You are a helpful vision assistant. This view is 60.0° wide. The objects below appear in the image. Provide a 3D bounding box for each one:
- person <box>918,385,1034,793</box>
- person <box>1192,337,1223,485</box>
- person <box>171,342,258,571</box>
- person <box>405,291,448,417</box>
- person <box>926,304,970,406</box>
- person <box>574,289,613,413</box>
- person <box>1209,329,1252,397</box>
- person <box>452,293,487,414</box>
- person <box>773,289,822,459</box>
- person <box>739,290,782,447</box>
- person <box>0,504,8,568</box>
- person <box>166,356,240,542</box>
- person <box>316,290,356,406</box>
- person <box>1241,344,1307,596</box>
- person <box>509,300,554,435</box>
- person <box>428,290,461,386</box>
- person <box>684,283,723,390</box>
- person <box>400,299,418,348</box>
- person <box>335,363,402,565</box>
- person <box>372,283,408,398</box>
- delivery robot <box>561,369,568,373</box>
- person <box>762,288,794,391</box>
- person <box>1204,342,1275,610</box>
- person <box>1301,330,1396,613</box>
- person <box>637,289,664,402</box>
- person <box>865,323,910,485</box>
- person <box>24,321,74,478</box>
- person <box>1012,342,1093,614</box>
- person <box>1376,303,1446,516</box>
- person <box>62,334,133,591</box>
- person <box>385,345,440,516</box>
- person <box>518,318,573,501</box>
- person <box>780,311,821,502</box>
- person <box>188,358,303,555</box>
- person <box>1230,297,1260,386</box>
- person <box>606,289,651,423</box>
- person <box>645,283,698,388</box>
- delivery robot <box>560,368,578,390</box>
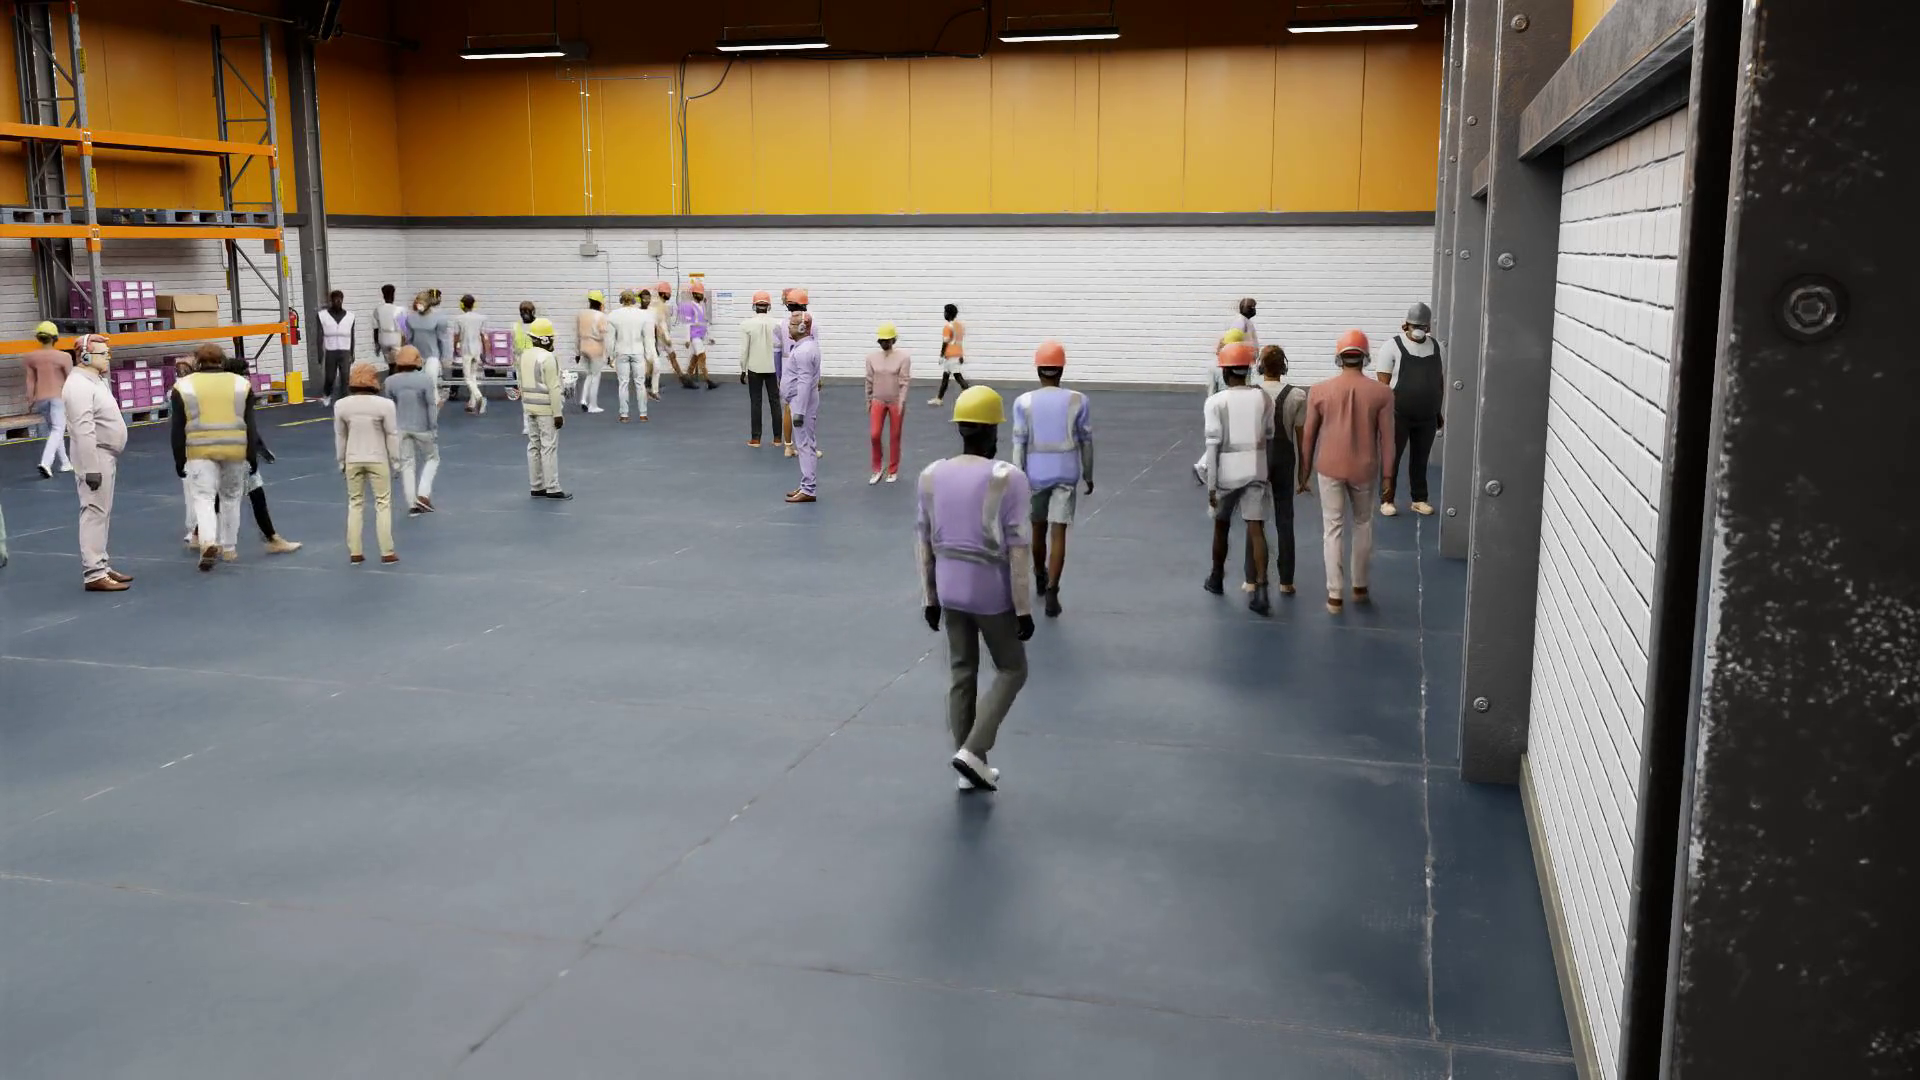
[{"bbox_3d":[0.081,0.245,7.703,0.605,1.916,0.420,6,12,32],"label":"person"},{"bbox_3d":[2.820,-1.389,17.802,0.741,1.613,0.520,-4,11,-20],"label":"person"},{"bbox_3d":[-5.911,-0.668,13.254,0.639,1.809,0.857,-6,12,-31],"label":"person"},{"bbox_3d":[-7.578,-2.588,23.735,0.641,1.923,0.619,2,10,10],"label":"person"},{"bbox_3d":[-0.106,-2.917,26.386,0.902,1.649,0.544,4,11,20],"label":"person"},{"bbox_3d":[-5.620,-2.895,25.541,0.605,1.905,0.420,7,12,34],"label":"person"},{"bbox_3d":[2.755,-1.294,16.976,0.730,1.718,0.503,-9,13,-42],"label":"person"},{"bbox_3d":[-7.425,-2.822,25.308,0.784,1.839,0.509,10,14,44],"label":"person"},{"bbox_3d":[-1.942,-1.990,20.010,0.605,2.045,0.377,4,11,20],"label":"person"},{"bbox_3d":[-2.517,-2.185,21.254,0.623,1.992,0.396,-4,11,-20],"label":"person"},{"bbox_3d":[-5.772,0.068,9.553,0.518,1.617,0.366,-7,12,-34],"label":"person"},{"bbox_3d":[-6.645,-0.825,14.643,0.547,1.607,0.801,0,10,-3],"label":"person"},{"bbox_3d":[-9.647,-2.926,25.739,0.598,1.891,0.677,-6,12,-31],"label":"person"},{"bbox_3d":[2.270,-0.506,12.171,0.517,1.842,0.325,1,10,6],"label":"person"},{"bbox_3d":[-5.830,-2.359,22.703,0.643,1.828,0.583,1,10,8],"label":"person"},{"bbox_3d":[-9.022,-3.396,28.640,0.519,1.806,1.005,9,13,41],"label":"person"},{"bbox_3d":[-4.565,-3.613,29.623,0.923,1.899,0.548,3,11,18],"label":"person"},{"bbox_3d":[-8.081,-2.728,24.887,0.564,1.810,0.851,-2,10,-9],"label":"person"},{"bbox_3d":[-4.751,-0.609,13.370,0.513,1.620,0.301,0,10,2],"label":"person"},{"bbox_3d":[-9.443,-3.276,27.582,0.611,1.946,0.815,2,10,10],"label":"person"},{"bbox_3d":[-7.091,-2.804,28.570,0.707,0.478,0.477,-3,10,-15],"label":"delivery robot"},{"bbox_3d":[-2.950,-3.337,28.234,0.982,1.828,0.606,1,10,8],"label":"person"},{"bbox_3d":[1.993,-0.460,11.838,0.553,1.888,1.031,-1,10,-8],"label":"person"},{"bbox_3d":[2.744,-0.505,11.813,0.639,1.957,0.845,2,10,10],"label":"person"},{"bbox_3d":[-5.119,-3.185,27.319,0.565,1.844,0.682,-8,13,-39],"label":"person"},{"bbox_3d":[-0.781,-1.457,17.880,0.512,1.735,0.656,1,10,8],"label":"person"},{"bbox_3d":[-10.122,-1.569,18.506,0.528,1.733,0.865,0,10,1],"label":"person"},{"bbox_3d":[0.658,-0.459,11.823,0.559,1.880,1.017,2,10,9],"label":"person"},{"bbox_3d":[4.321,-1.246,15.806,0.678,2.000,0.536,-2,10,-11],"label":"person"},{"bbox_3d":[-6.411,-0.576,12.396,0.401,1.906,0.650,-4,11,-20],"label":"person"},{"bbox_3d":[-5.168,-1.037,15.766,0.512,1.619,0.360,1,10,7],"label":"person"},{"bbox_3d":[-4.179,-1.308,16.741,0.587,1.835,0.404,10,14,44],"label":"person"},{"bbox_3d":[-1.597,-1.336,16.683,0.408,1.913,0.641,0,10,-2],"label":"person"},{"bbox_3d":[-5.986,-0.678,13.711,0.898,1.649,0.528,-3,11,-18],"label":"person"},{"bbox_3d":[4.059,-2.547,23.769,0.434,1.826,0.650,4,11,20],"label":"person"},{"bbox_3d":[-4.790,-2.655,24.100,0.629,1.930,0.378,-2,10,-11],"label":"person"},{"bbox_3d":[-5.257,-3.673,29.967,0.986,1.883,0.575,0,10,-3],"label":"person"},{"bbox_3d":[-6.842,-2.725,28.123,0.707,0.478,0.477,1,10,3],"label":"delivery robot"}]
